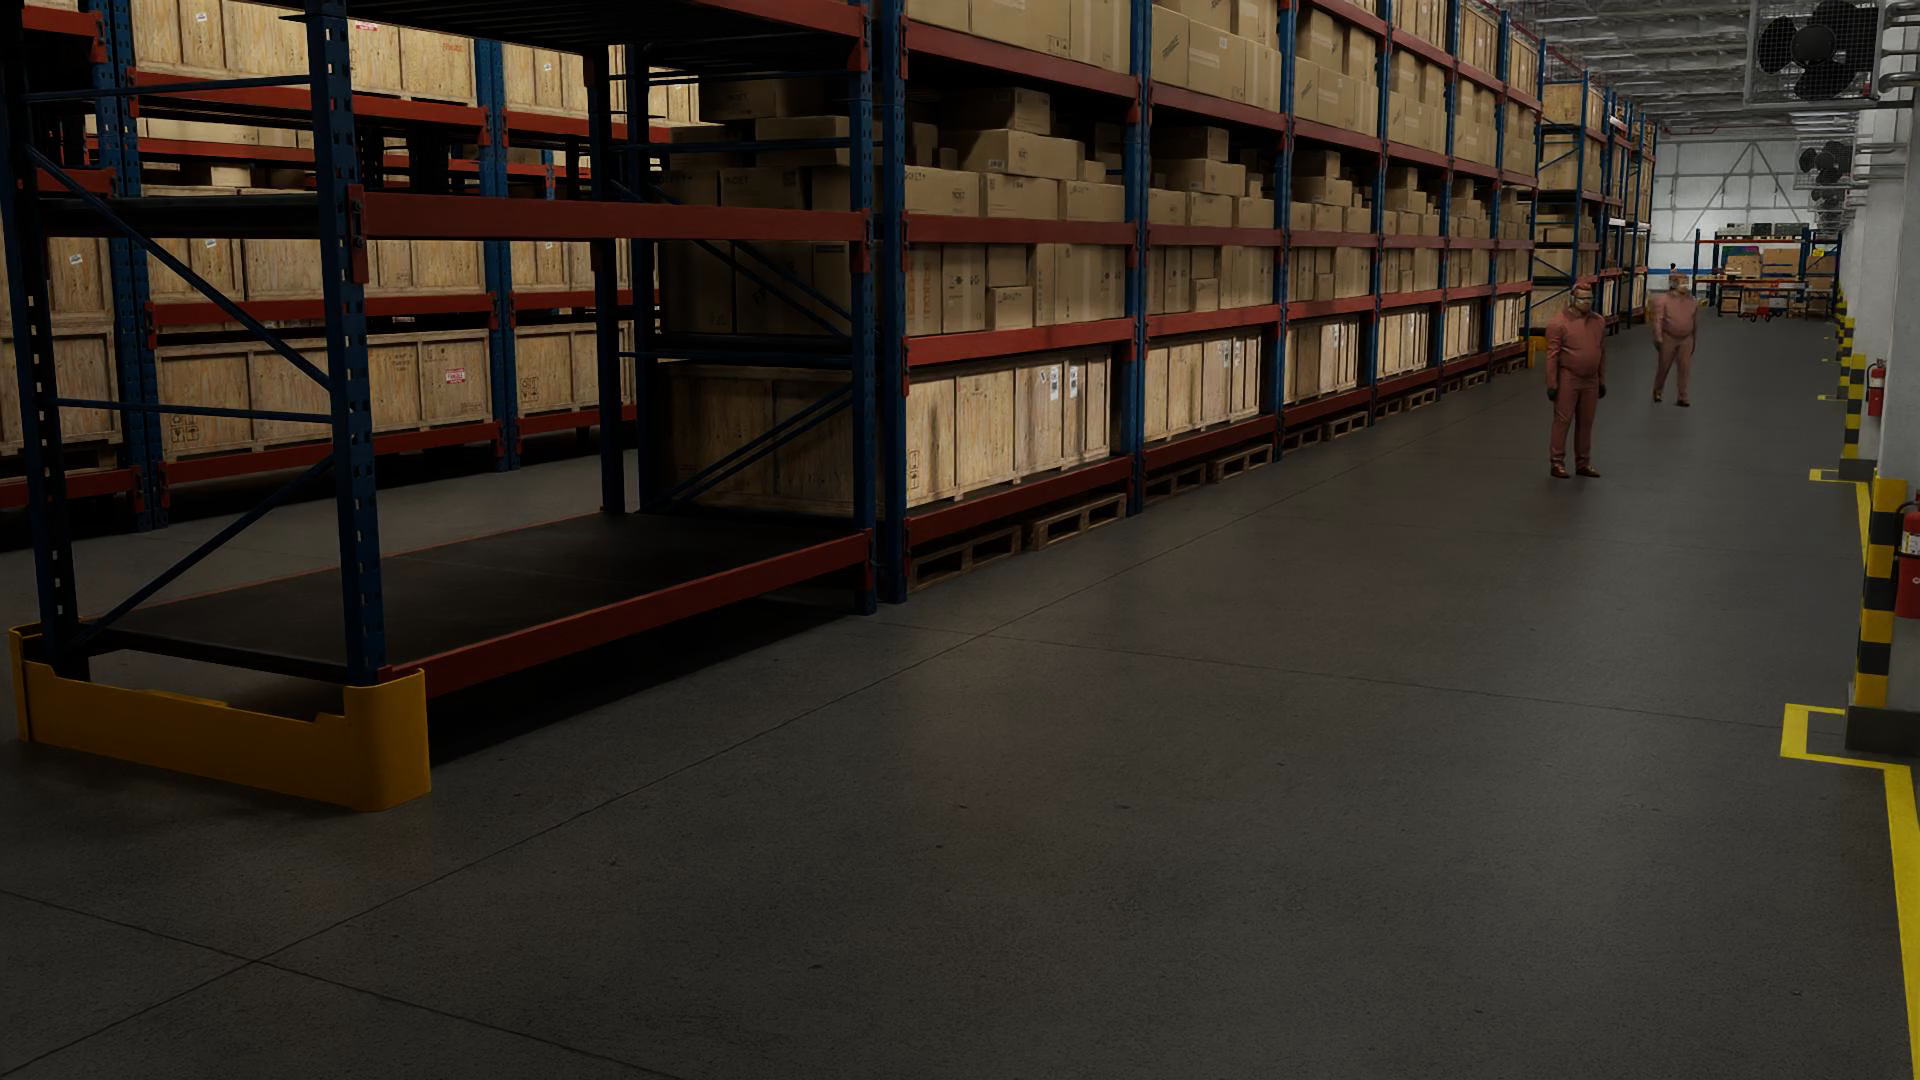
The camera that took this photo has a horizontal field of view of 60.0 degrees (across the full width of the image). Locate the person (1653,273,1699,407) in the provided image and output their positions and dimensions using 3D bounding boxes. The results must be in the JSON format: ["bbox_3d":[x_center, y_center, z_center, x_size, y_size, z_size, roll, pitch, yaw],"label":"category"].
[{"bbox_3d":[10.227,-2.861,23.775,0.657,1.883,0.705,1,10,5],"label":"person"}]

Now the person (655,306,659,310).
[{"bbox_3d":[-4.816,-3.348,26.502,0.539,1.930,0.382,-4,11,-23],"label":"person"}]

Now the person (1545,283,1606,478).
[{"bbox_3d":[5.976,-1.539,16.121,0.653,1.895,0.402,-3,10,-17],"label":"person"}]

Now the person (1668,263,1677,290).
[{"bbox_3d":[33.927,-12.331,79.194,0.539,1.686,0.321,-8,13,-40],"label":"person"}]
